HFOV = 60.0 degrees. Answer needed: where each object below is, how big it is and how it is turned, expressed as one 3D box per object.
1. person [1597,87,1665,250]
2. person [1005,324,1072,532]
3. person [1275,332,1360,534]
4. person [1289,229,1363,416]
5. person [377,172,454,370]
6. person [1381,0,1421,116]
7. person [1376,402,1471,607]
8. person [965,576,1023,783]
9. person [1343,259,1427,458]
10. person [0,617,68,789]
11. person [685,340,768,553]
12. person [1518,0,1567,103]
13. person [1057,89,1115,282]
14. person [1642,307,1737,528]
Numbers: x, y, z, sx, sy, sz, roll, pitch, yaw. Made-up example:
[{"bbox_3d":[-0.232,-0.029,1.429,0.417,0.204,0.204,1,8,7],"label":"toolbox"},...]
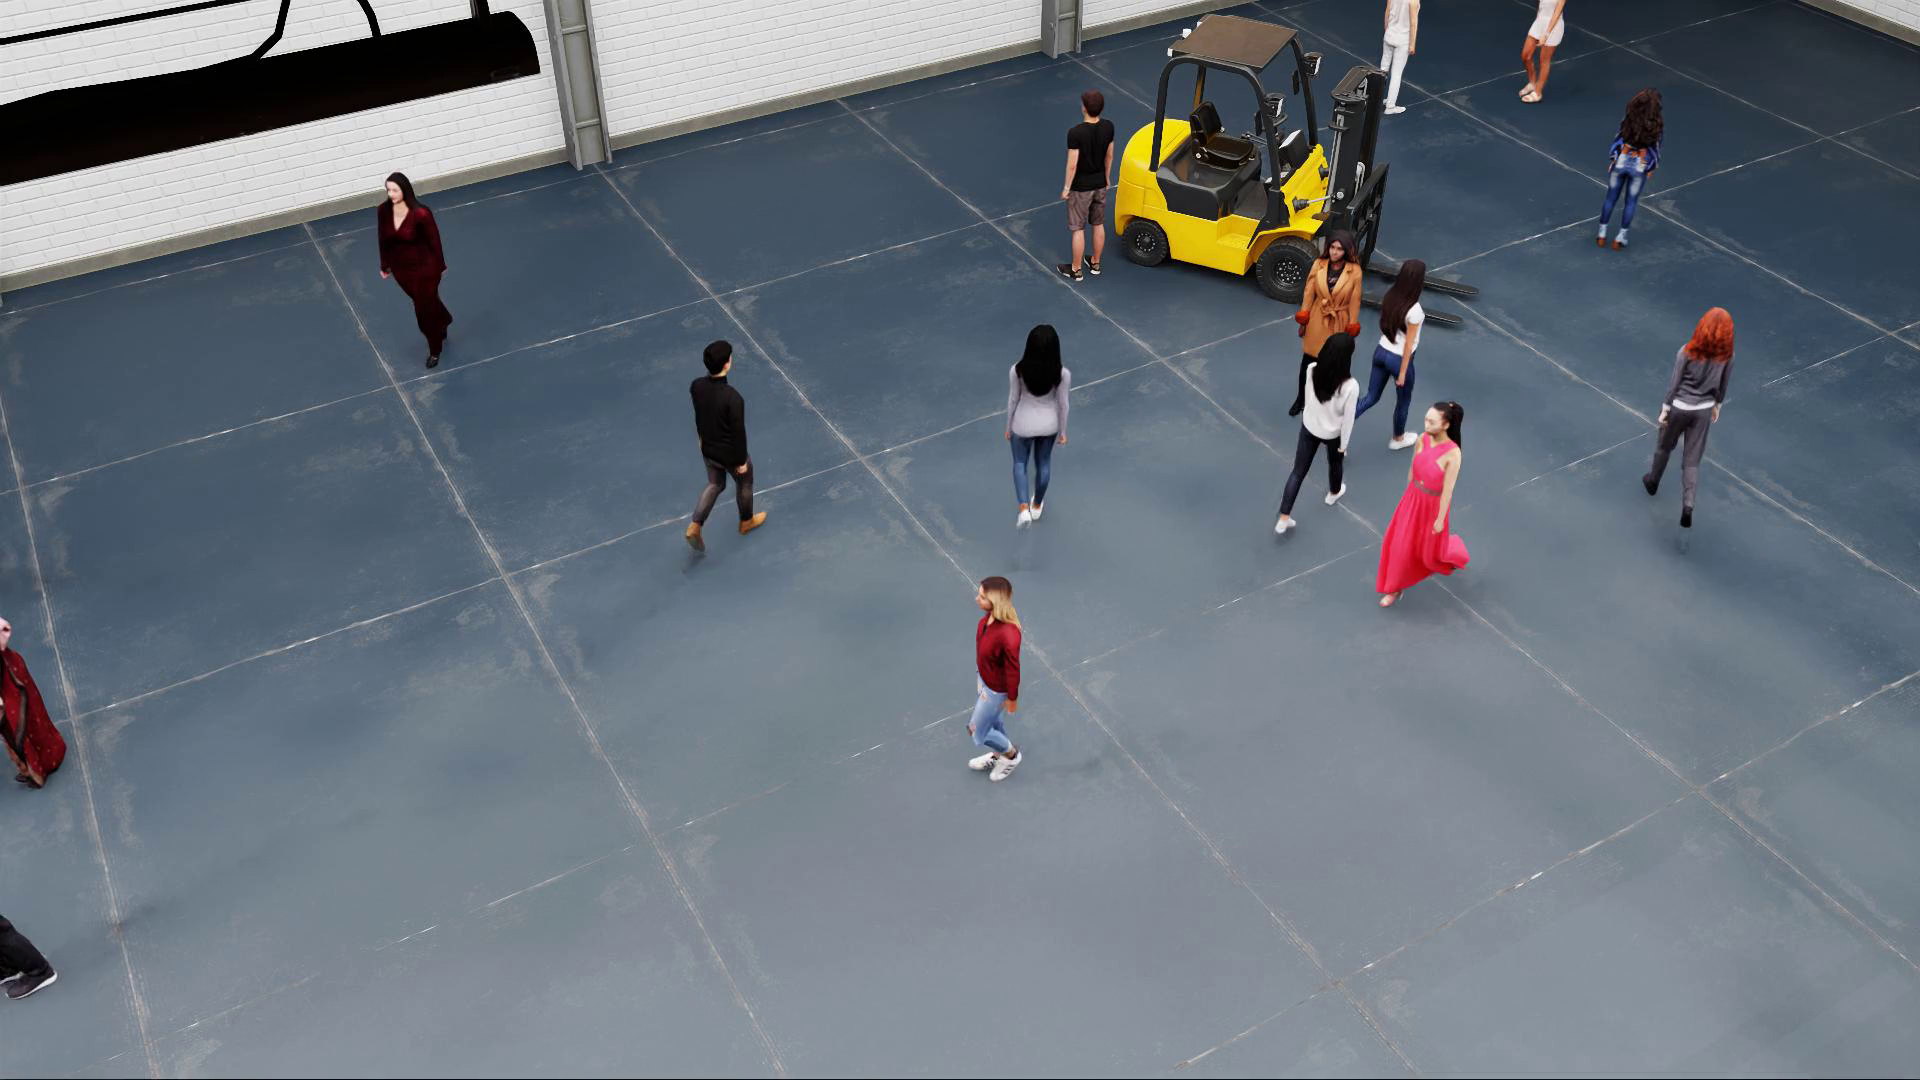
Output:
[{"bbox_3d":[6.426,-3.562,15.929,0.701,1.619,0.721,18,42,21],"label":"person"},{"bbox_3d":[0.562,-0.776,12.361,0.942,1.719,0.940,1,39,1],"label":"person"},{"bbox_3d":[2.654,-0.778,12.411,0.915,1.660,1.182,24,45,27],"label":"person"},{"bbox_3d":[2.997,-1.737,13.564,0.783,1.720,0.795,17,42,20],"label":"person"},{"bbox_3d":[-4.661,-2.406,14.386,0.926,1.739,1.000,13,41,16],"label":"person"},{"bbox_3d":[4.835,-5.557,18.386,0.537,1.671,0.608,-22,44,-25],"label":"person"},{"bbox_3d":[3.341,-0.239,11.701,0.922,1.704,0.606,-21,43,-24],"label":"person"},{"bbox_3d":[0.294,0.869,10.380,0.684,1.620,0.676,-10,40,-12],"label":"person"},{"bbox_3d":[3.316,-1.375,13.092,1.138,1.743,0.684,-15,41,-18],"label":"person"},{"bbox_3d":[-6.009,0.833,10.414,0.596,1.635,0.669,-18,42,-22],"label":"person"},{"bbox_3d":[-1.783,-0.646,12.215,0.919,1.698,1.106,23,44,26],"label":"person"},{"bbox_3d":[6.629,-5.706,18.563,0.603,1.683,0.566,-16,41,-19],"label":"person"},{"bbox_3d":[1.183,-3.292,15.397,0.499,1.863,0.717,-20,43,-23],"label":"person"},{"bbox_3d":[5.492,-0.899,12.486,1.073,1.756,1.057,4,39,5],"label":"person"}]
